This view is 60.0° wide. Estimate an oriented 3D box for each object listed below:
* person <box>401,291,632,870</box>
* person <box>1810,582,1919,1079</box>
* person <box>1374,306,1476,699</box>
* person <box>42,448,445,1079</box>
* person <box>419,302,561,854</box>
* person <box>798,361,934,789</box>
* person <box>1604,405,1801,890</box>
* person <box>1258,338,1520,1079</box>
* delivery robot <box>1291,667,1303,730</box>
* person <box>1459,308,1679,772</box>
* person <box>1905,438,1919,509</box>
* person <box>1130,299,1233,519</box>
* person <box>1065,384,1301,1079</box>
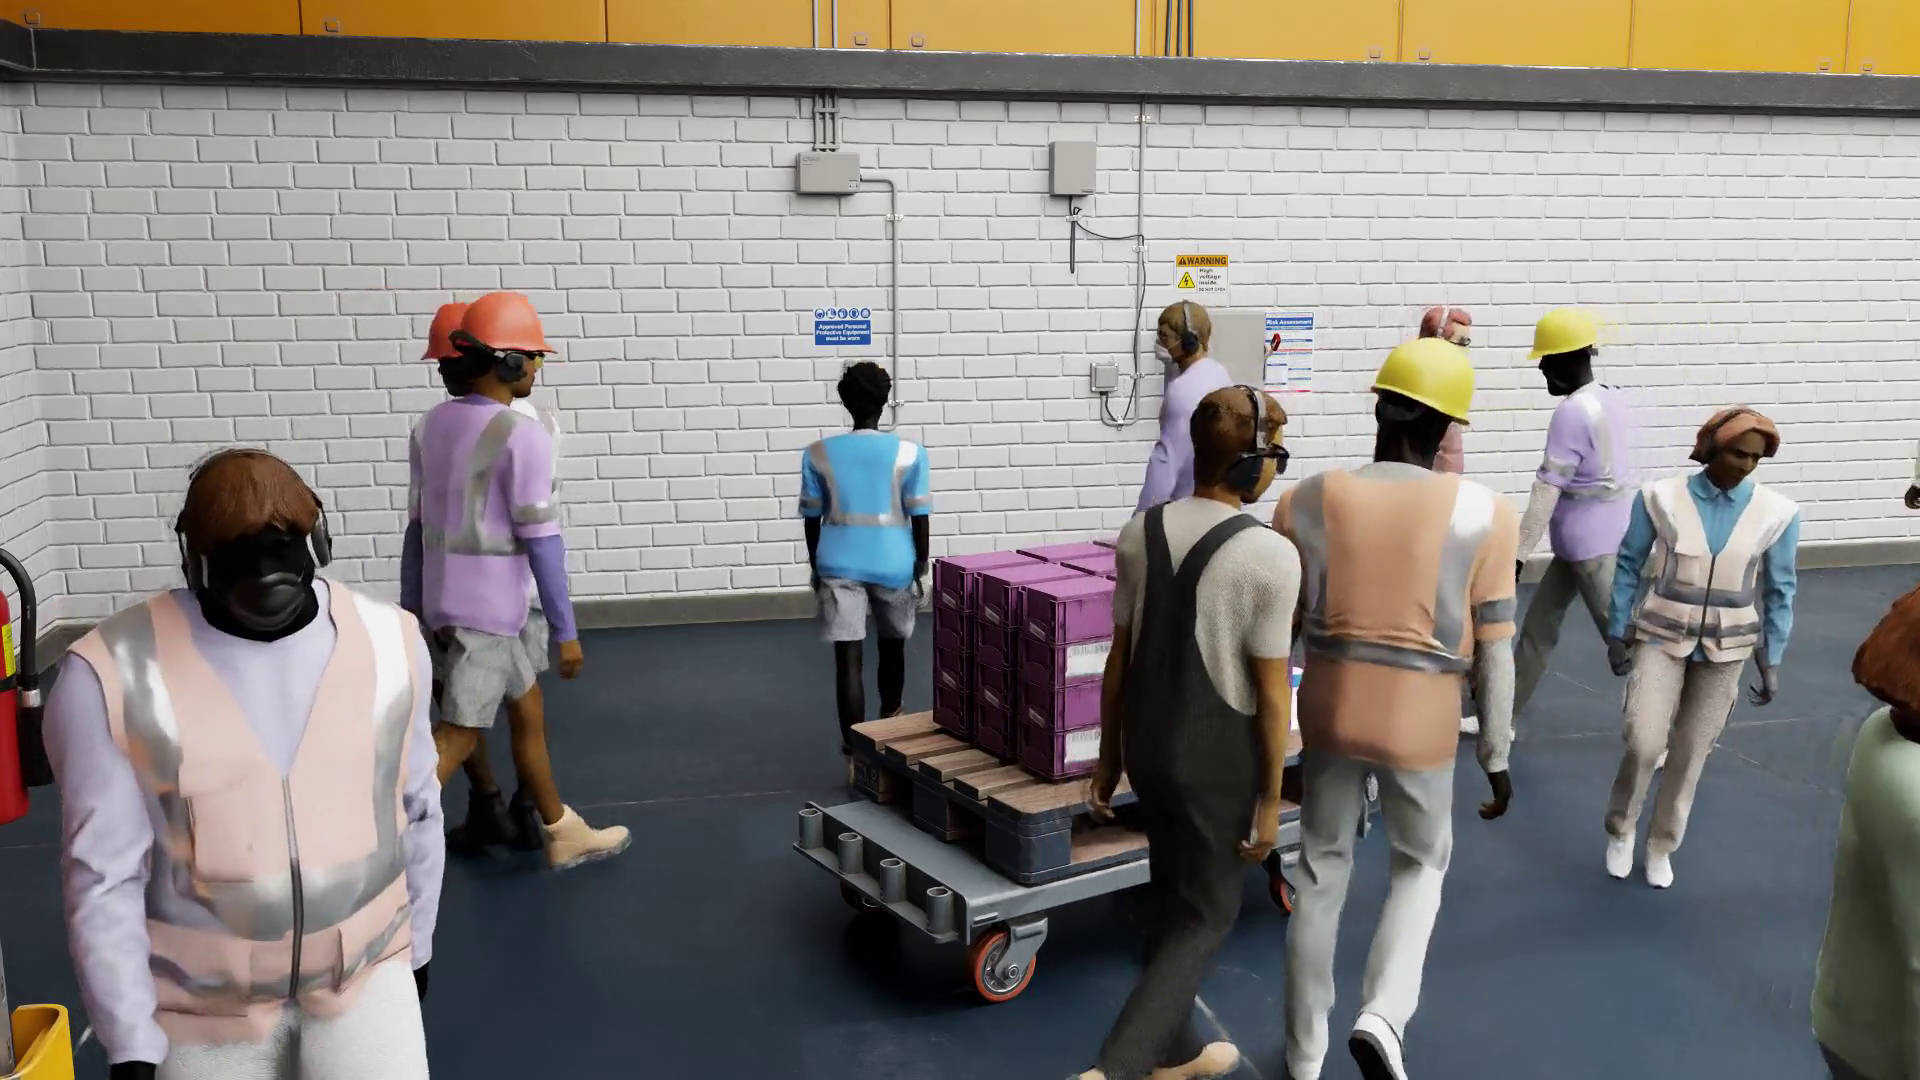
[{"bbox_3d":[-1.551,0.210,5.248,0.615,1.981,1.113,10,14,43],"label":"person"},{"bbox_3d":[1.567,0.841,2.736,0.366,1.617,0.518,4,11,23],"label":"person"},{"bbox_3d":[2.111,-0.148,7.615,1.050,1.831,0.648,0,10,-1],"label":"person"},{"bbox_3d":[-1.087,0.757,2.706,0.620,1.800,0.872,-7,12,-33],"label":"person"},{"bbox_3d":[-1.612,0.147,5.756,0.419,1.925,0.602,9,14,42],"label":"person"},{"bbox_3d":[-0.374,0.109,6.686,0.542,1.642,0.890,0,10,-2],"label":"person"},{"bbox_3d":[2.381,0.363,5.388,0.535,1.611,0.408,3,11,16],"label":"person"},{"bbox_3d":[1.004,0.463,4.050,0.664,1.897,0.558,4,11,23],"label":"person"},{"bbox_3d":[1.212,0.712,6.143,0.707,0.478,0.477,-5,11,-27],"label":"delivery robot"},{"bbox_3d":[2.560,-0.002,6.773,1.025,1.864,0.606,6,12,29],"label":"person"},{"bbox_3d":[5.300,-0.303,8.638,0.946,1.790,0.585,-5,11,-24],"label":"person"},{"bbox_3d":[0.986,-0.102,7.252,1.040,1.881,0.636,3,11,17],"label":"person"},{"bbox_3d":[0.476,0.548,3.850,0.755,1.815,0.553,-10,14,-44],"label":"person"}]
